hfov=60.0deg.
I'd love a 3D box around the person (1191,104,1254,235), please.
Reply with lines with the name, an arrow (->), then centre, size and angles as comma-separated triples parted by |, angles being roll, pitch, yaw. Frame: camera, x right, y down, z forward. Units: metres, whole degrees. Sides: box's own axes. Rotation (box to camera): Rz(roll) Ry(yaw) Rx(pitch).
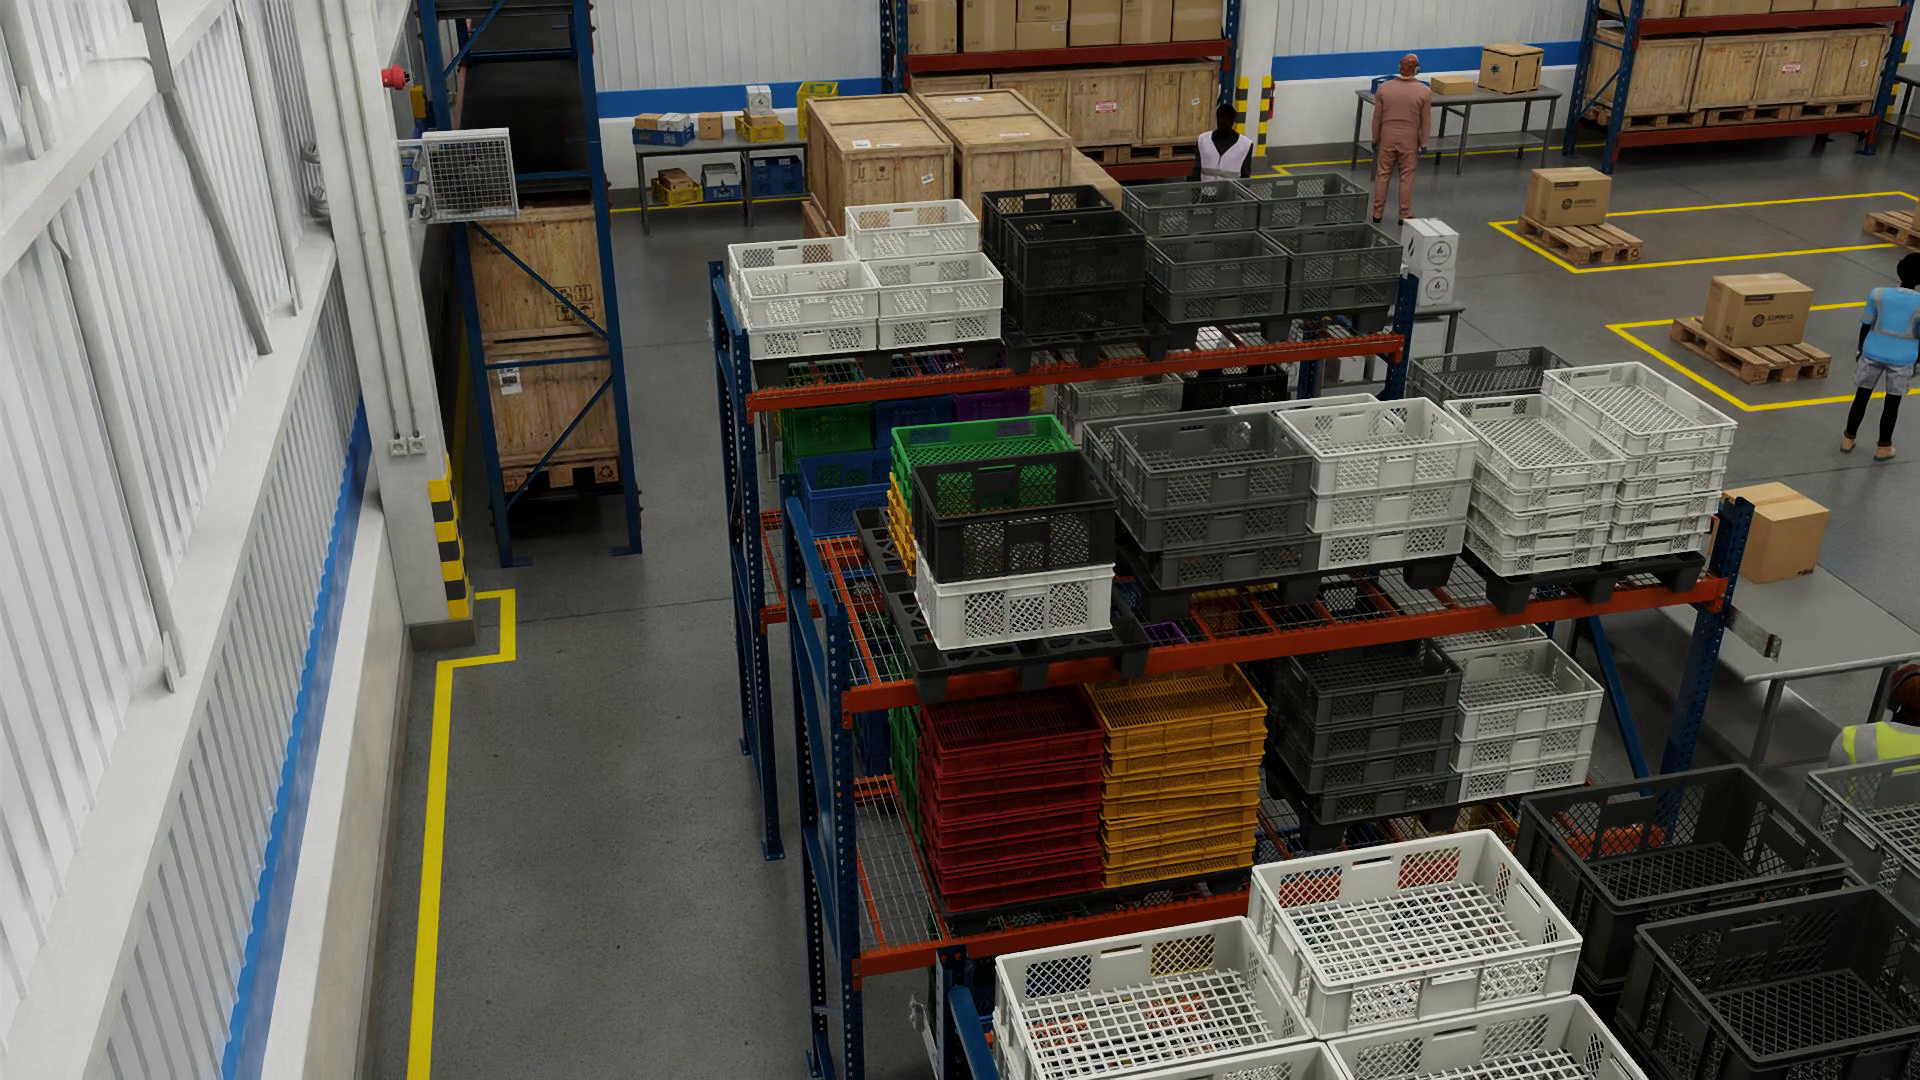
person -> 2.632, -3.468, 16.849 | 0.587, 1.914, 0.392 | 9, 29, 16

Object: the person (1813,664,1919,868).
person -> 4.236, 1.397, 7.708 | 0.629, 1.837, 0.430 | 5, 28, 10

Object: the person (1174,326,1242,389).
person -> 1.780, -0.974, 12.159 | 0.578, 1.877, 0.343 | 23, 35, 36

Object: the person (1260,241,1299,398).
person -> 2.531, -1.475, 13.120 | 0.326, 1.865, 0.518 | 11, 30, 20

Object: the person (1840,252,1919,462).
person -> 7.413, -1.464, 13.271 | 0.535, 1.699, 0.322 | 25, 36, 38

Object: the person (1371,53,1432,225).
person -> 5.007, -4.554, 18.916 | 0.652, 1.906, 0.403 | 12, 30, 22

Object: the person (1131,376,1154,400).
person -> 1.280, -0.224, 10.692 | 0.455, 1.910, 0.693 | -8, 29, -15
